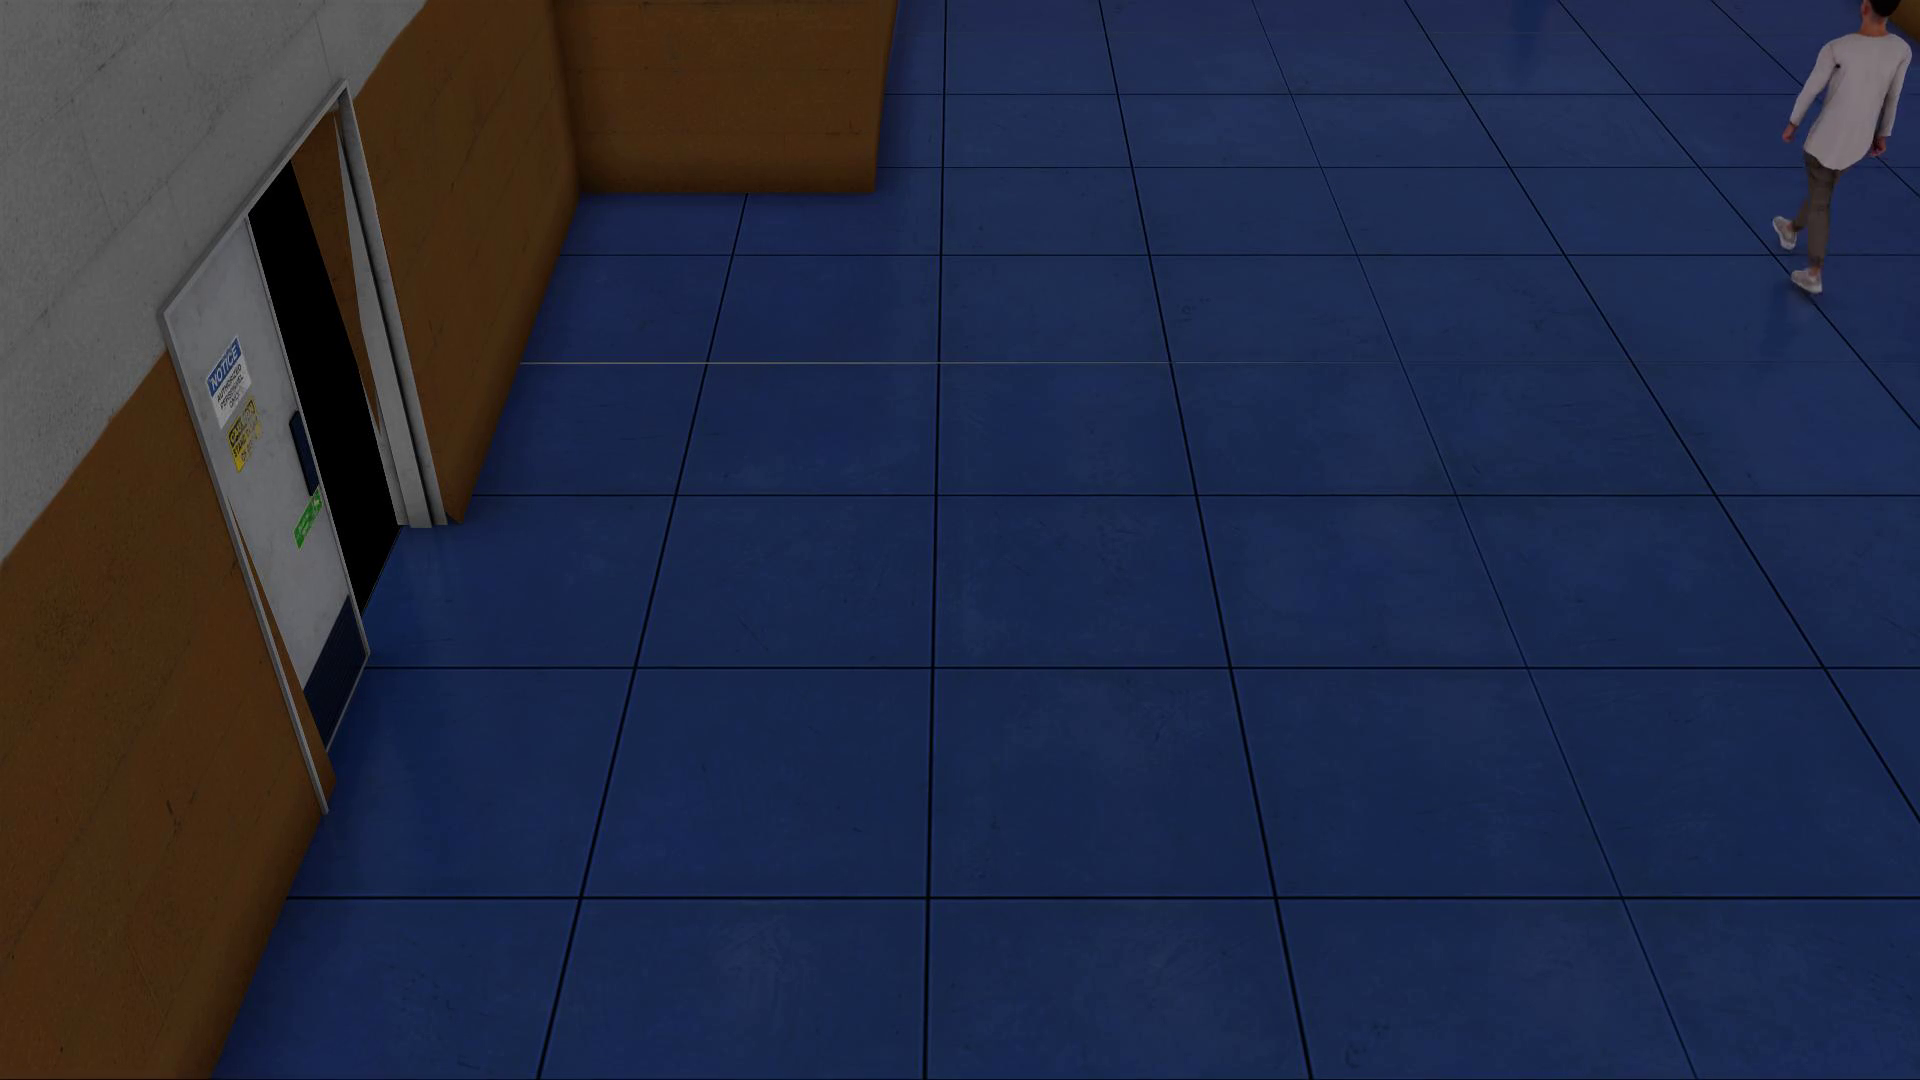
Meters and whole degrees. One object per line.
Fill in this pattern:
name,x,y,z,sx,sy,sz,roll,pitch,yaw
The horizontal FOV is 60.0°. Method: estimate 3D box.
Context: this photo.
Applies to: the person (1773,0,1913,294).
person,5.227,-2.339,9.833,1.059,1.793,0.724,0,37,0
